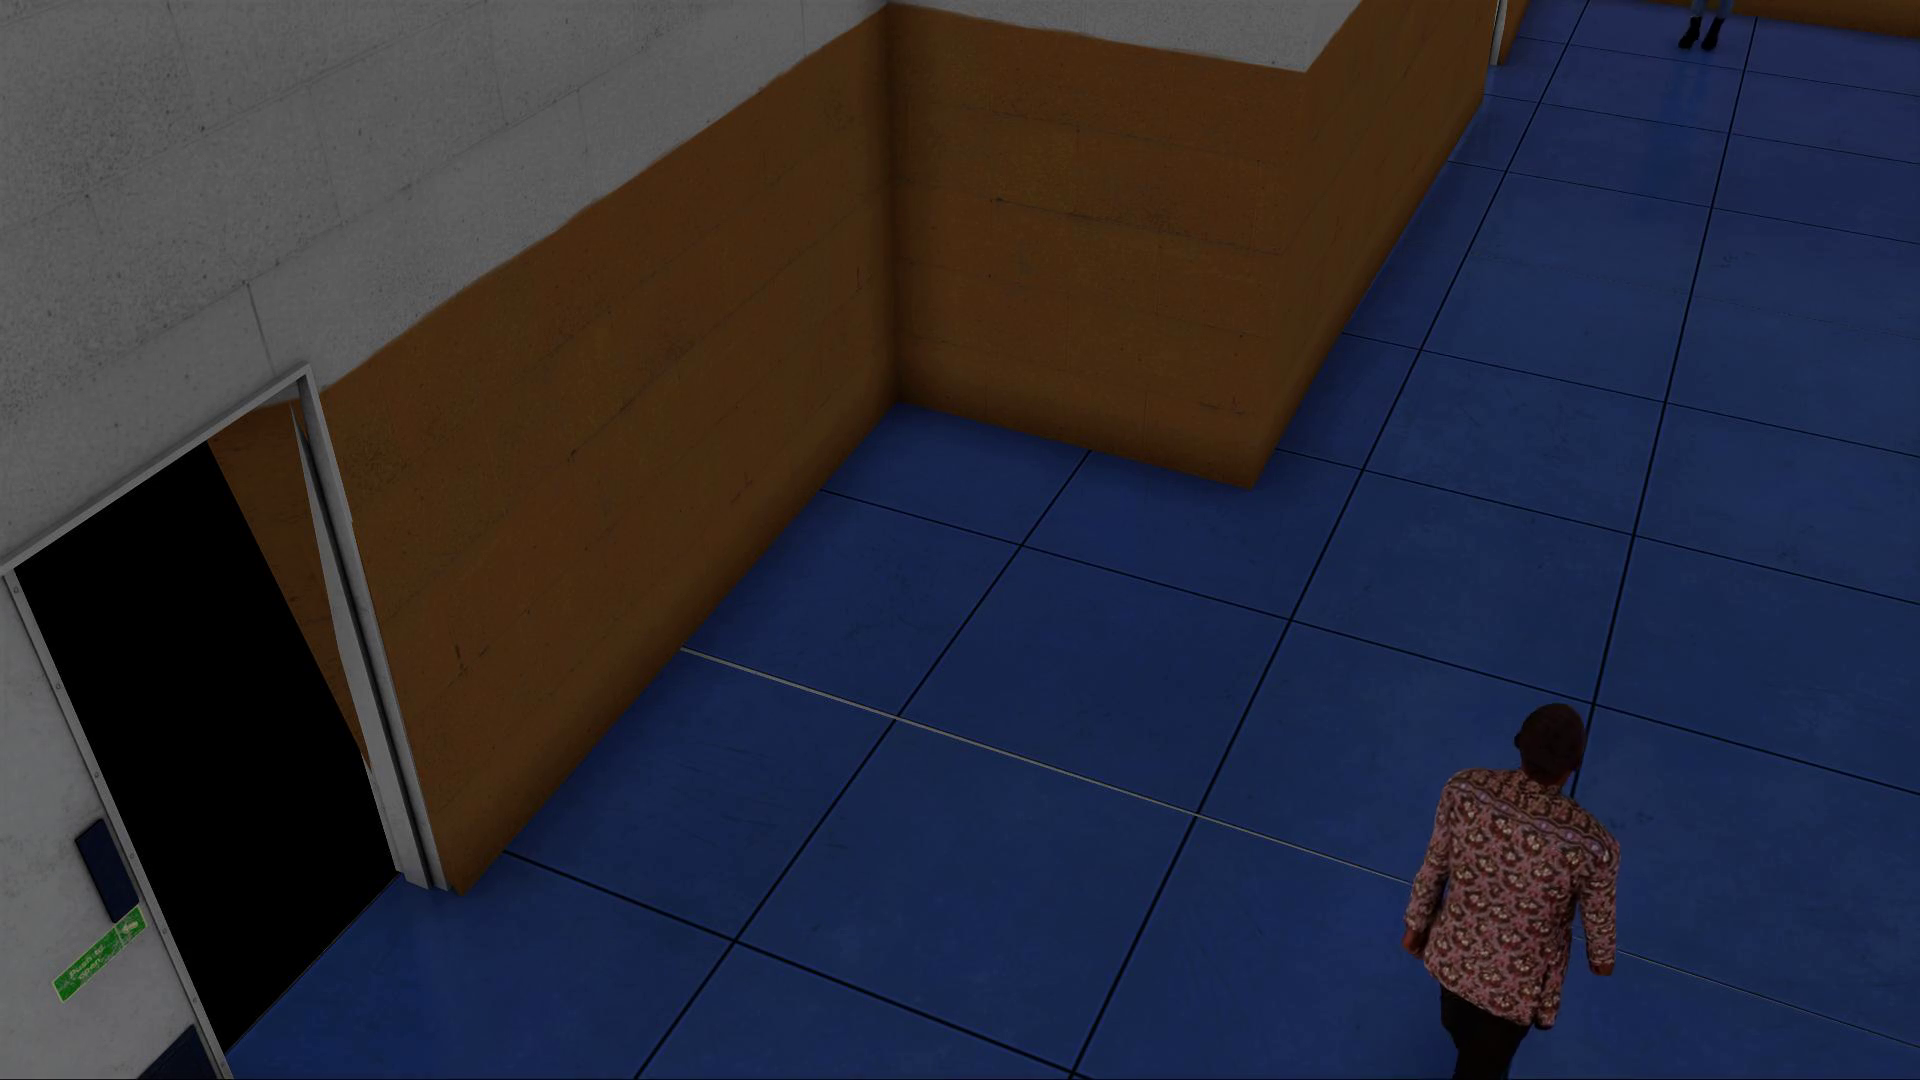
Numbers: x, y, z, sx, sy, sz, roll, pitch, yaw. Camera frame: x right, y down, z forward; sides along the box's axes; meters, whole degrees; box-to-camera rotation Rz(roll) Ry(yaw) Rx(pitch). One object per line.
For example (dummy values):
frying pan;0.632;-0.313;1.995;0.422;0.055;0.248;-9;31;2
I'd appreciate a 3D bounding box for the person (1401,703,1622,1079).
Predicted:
person;1.537;1.283;4.881;1.194;1.760;1.015;30;46;34

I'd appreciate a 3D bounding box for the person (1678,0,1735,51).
person;5.939;-4.590;12.783;0.662;1.669;0.689;30;46;33
